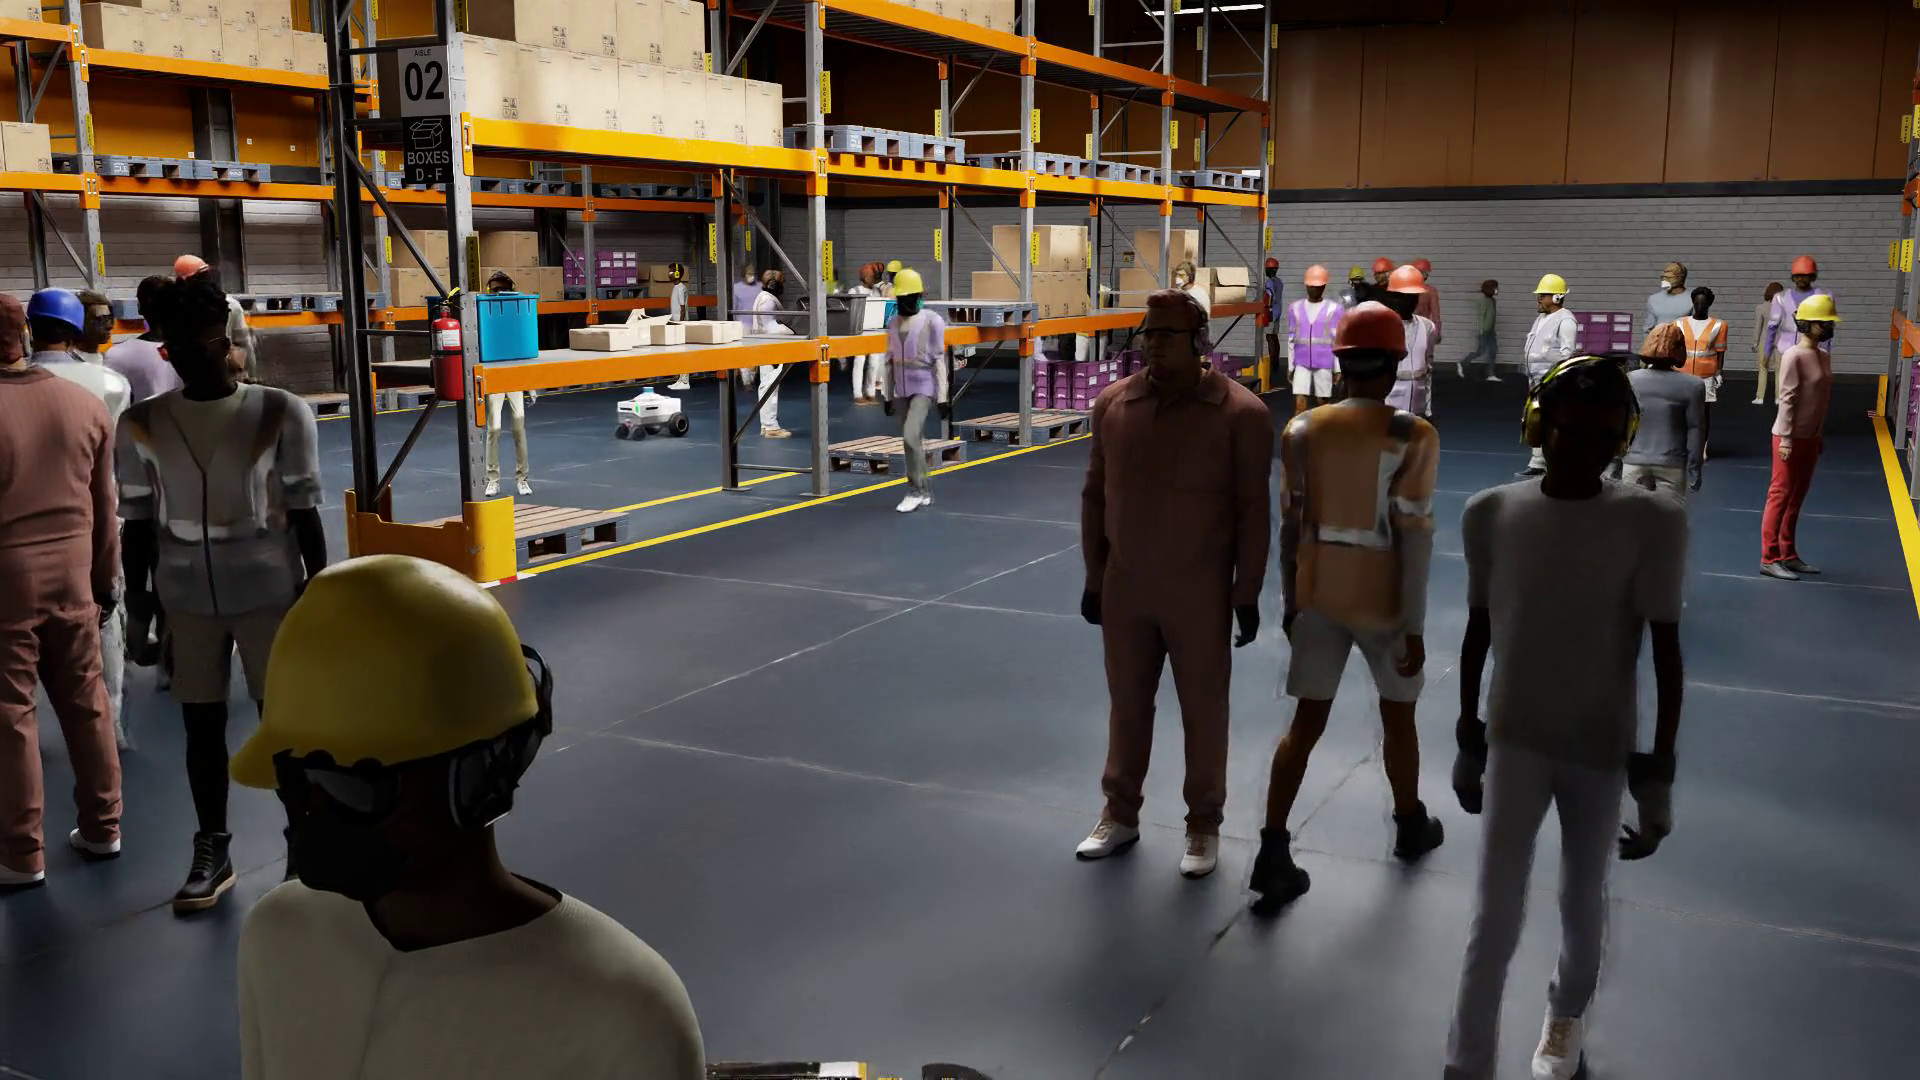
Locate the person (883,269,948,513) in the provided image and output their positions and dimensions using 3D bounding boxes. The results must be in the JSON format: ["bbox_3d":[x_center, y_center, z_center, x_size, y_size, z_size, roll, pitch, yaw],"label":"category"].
[{"bbox_3d":[-0.385,-1.146,12.964,0.642,1.892,0.704,9,13,43],"label":"person"}]

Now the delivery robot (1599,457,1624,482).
[{"bbox_3d":[5.530,-0.687,13.880,0.707,0.478,0.477,-6,12,-33],"label":"delivery robot"}]

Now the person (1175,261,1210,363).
[{"bbox_3d":[2.490,-2.108,18.380,0.391,1.939,0.640,-5,11,-26],"label":"person"}]

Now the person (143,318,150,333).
[{"bbox_3d":[-7.064,-1.463,15.028,0.566,1.811,0.887,2,10,9],"label":"person"}]

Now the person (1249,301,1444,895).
[{"bbox_3d":[1.246,0.185,5.310,0.567,1.879,0.999,8,13,39],"label":"person"}]

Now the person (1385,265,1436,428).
[{"bbox_3d":[3.022,-0.904,11.408,0.552,1.935,0.365,-3,10,-18],"label":"person"}]

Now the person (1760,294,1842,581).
[{"bbox_3d":[5.261,-0.639,10.370,0.526,1.768,0.331,-8,13,-39],"label":"person"}]

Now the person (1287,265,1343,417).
[{"bbox_3d":[3.475,-1.737,16.327,0.561,1.908,0.816,4,11,23],"label":"person"}]

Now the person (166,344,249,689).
[{"bbox_3d":[-3.338,-0.110,7.788,0.860,1.594,0.539,-3,10,-17],"label":"person"}]

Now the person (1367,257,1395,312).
[{"bbox_3d":[5.595,-2.751,22.001,0.753,1.970,0.629,-9,13,-43],"label":"person"}]

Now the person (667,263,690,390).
[{"bbox_3d":[-4.194,-3.169,24.718,0.328,1.872,0.514,-3,10,-16],"label":"person"}]

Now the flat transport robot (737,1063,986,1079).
[{"bbox_3d":[-0.650,1.313,3.393,1.431,0.197,0.652,0,10,-1],"label":"flat transport robot"}]

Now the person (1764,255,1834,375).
[{"bbox_3d":[9.022,-2.055,17.893,0.621,2.008,0.995,8,13,38],"label":"person"}]

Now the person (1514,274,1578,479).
[{"bbox_3d":[5.205,-1.429,14.749,0.404,1.832,0.594,-2,10,-9],"label":"person"}]

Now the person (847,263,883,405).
[{"bbox_3d":[-1.246,-2.735,22.165,0.587,1.883,0.341,-9,13,-41],"label":"person"}]

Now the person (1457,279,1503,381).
[{"bbox_3d":[8.281,-3.323,26.365,0.644,1.615,0.508,9,13,41],"label":"person"}]

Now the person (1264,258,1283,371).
[{"bbox_3d":[5.314,-3.855,28.492,0.364,1.935,0.553,6,11,30],"label":"person"}]

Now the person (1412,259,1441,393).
[{"bbox_3d":[6.396,-2.950,23.264,1.026,1.942,0.653,-9,13,-42],"label":"person"}]

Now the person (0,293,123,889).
[{"bbox_3d":[-3.030,0.158,5.352,0.403,1.904,0.651,5,11,27],"label":"person"}]

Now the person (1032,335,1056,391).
[{"bbox_3d":[1.114,-3.095,24.287,0.441,1.882,0.654,-5,11,-28],"label":"person"}]

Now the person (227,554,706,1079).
[{"bbox_3d":[-0.473,0.883,1.558,0.533,1.767,0.312,4,11,23],"label":"person"}]

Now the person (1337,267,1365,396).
[{"bbox_3d":[5.556,-2.923,23.406,0.602,1.828,0.404,-1,10,-7],"label":"person"}]

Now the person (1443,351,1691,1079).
[{"bbox_3d":[1.366,0.479,3.798,0.508,1.824,0.937,4,11,24],"label":"person"}]

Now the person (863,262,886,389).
[{"bbox_3d":[-1.230,-3.197,24.840,0.348,1.882,0.584,-4,11,-22],"label":"person"}]

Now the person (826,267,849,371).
[{"bbox_3d":[-2.192,-3.710,28.116,0.637,1.777,1.037,4,10,20],"label":"person"}]

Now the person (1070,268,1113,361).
[{"bbox_3d":[1.806,-2.827,22.847,0.626,1.837,0.428,-1,10,-4],"label":"person"}]

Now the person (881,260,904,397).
[{"bbox_3d":[-0.943,-2.965,23.378,0.383,1.924,0.601,-2,10,-13],"label":"person"}]

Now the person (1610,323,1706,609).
[{"bbox_3d":[3.935,-0.407,9.407,0.508,1.632,0.271,7,12,36],"label":"person"}]

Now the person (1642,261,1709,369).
[{"bbox_3d":[7.072,-1.786,16.520,0.369,1.935,0.630,-7,12,-37],"label":"person"}]

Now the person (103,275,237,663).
[{"bbox_3d":[-3.865,-0.337,8.211,0.587,1.909,0.391,-7,12,-34],"label":"person"}]

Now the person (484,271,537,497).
[{"bbox_3d":[-3.795,-1.295,13.870,0.514,1.872,0.328,-3,10,-15],"label":"person"}]

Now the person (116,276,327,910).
[{"bbox_3d":[-2.267,0.174,5.139,0.619,1.959,0.387,-1,10,-6],"label":"person"}]

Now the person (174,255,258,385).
[{"bbox_3d":[-6.241,-1.348,13.819,0.442,2.007,0.901,9,14,44],"label":"person"}]

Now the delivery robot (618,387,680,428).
[{"bbox_3d":[-3.394,-1.429,18.173,0.477,0.478,0.707,7,12,35],"label":"delivery robot"}]

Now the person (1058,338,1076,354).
[{"bbox_3d":[1.881,-3.959,29.106,0.578,1.932,0.384,3,10,18],"label":"person"}]

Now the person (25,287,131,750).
[{"bbox_3d":[-3.758,-0.095,6.901,0.976,1.871,0.625,9,13,41],"label":"person"}]

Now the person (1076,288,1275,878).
[{"bbox_3d":[0.677,0.142,5.439,0.641,1.910,0.401,6,11,30],"label":"person"}]

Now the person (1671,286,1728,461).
[{"bbox_3d":[7.162,-1.614,16.205,0.530,1.699,0.321,5,11,28],"label":"person"}]

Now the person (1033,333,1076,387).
[{"bbox_3d":[1.384,-3.002,23.516,1.044,1.936,0.639,-7,12,-36],"label":"person"}]

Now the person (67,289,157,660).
[{"bbox_3d":[-4.308,-0.323,8.313,0.340,1.845,0.513,-1,10,-5],"label":"person"}]

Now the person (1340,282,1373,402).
[{"bbox_3d":[4.882,-2.312,20.349,0.552,1.648,0.843,8,13,39],"label":"person"}]

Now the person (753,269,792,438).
[{"bbox_3d":[-2.055,-2.041,18.277,0.429,1.842,0.620,-2,10,-13],"label":"person"}]

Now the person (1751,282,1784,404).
[{"bbox_3d":[10.852,-2.621,22.228,0.499,1.633,0.289,1,10,8],"label":"person"}]

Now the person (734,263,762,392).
[{"bbox_3d":[-3.118,-3.151,24.591,0.617,1.892,0.982,-4,10,-20],"label":"person"}]
